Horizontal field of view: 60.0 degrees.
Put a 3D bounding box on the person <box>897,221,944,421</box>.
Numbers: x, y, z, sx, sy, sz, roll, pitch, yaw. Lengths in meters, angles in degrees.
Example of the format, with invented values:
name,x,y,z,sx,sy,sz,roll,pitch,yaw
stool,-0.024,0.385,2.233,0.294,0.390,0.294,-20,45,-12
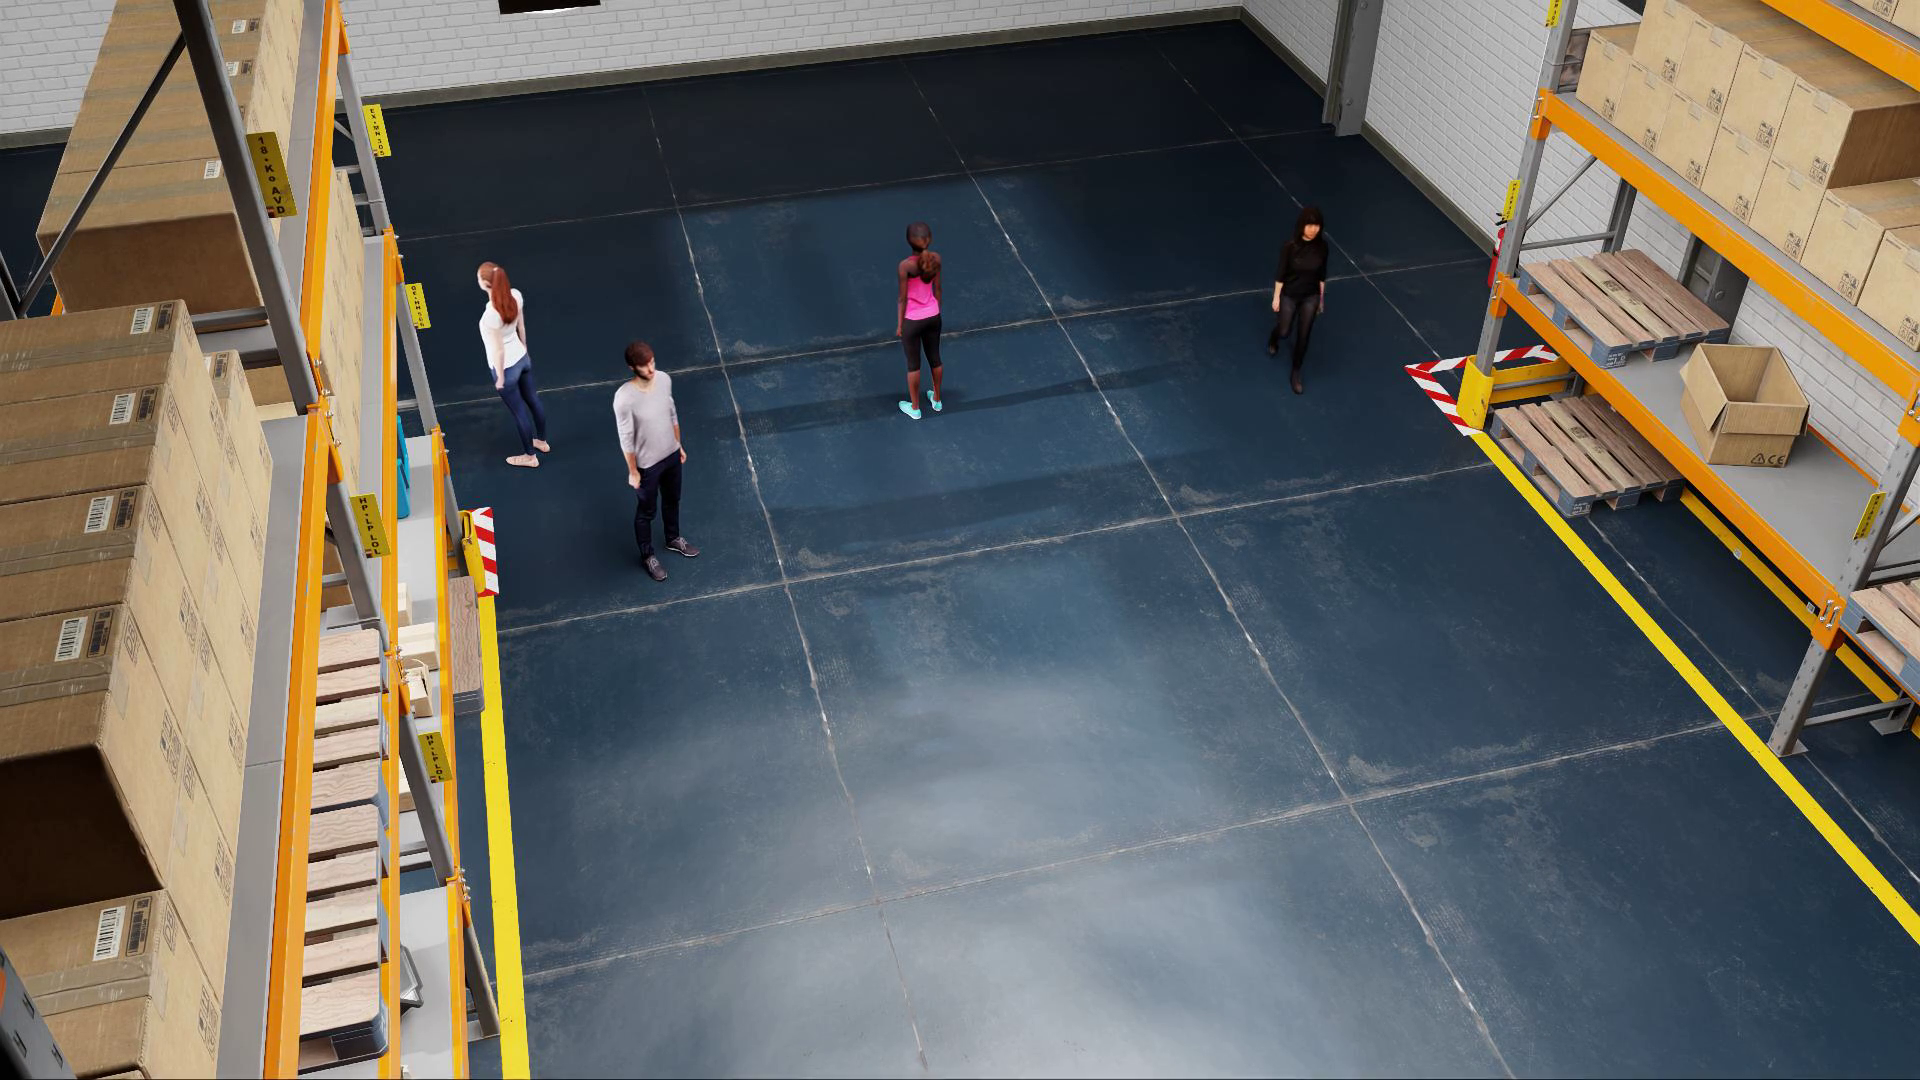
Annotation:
name,x,y,z,sx,sy,sz,roll,pitch,yaw
person,-0.309,-1.747,13.189,0.609,1.723,0.628,-20,43,-23

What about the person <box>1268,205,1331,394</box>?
name,x,y,z,sx,sy,sz,roll,pitch,yaw
person,2.760,-2.027,13.618,0.686,1.627,0.893,-2,39,-3

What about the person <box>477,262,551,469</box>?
name,x,y,z,sx,sy,sz,roll,pitch,yaw
person,-3.397,-1.332,12.657,0.715,1.738,0.634,14,41,17

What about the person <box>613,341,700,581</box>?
name,x,y,z,sx,sy,sz,roll,pitch,yaw
person,-2.149,-0.590,11.644,0.759,1.844,0.735,26,45,29
